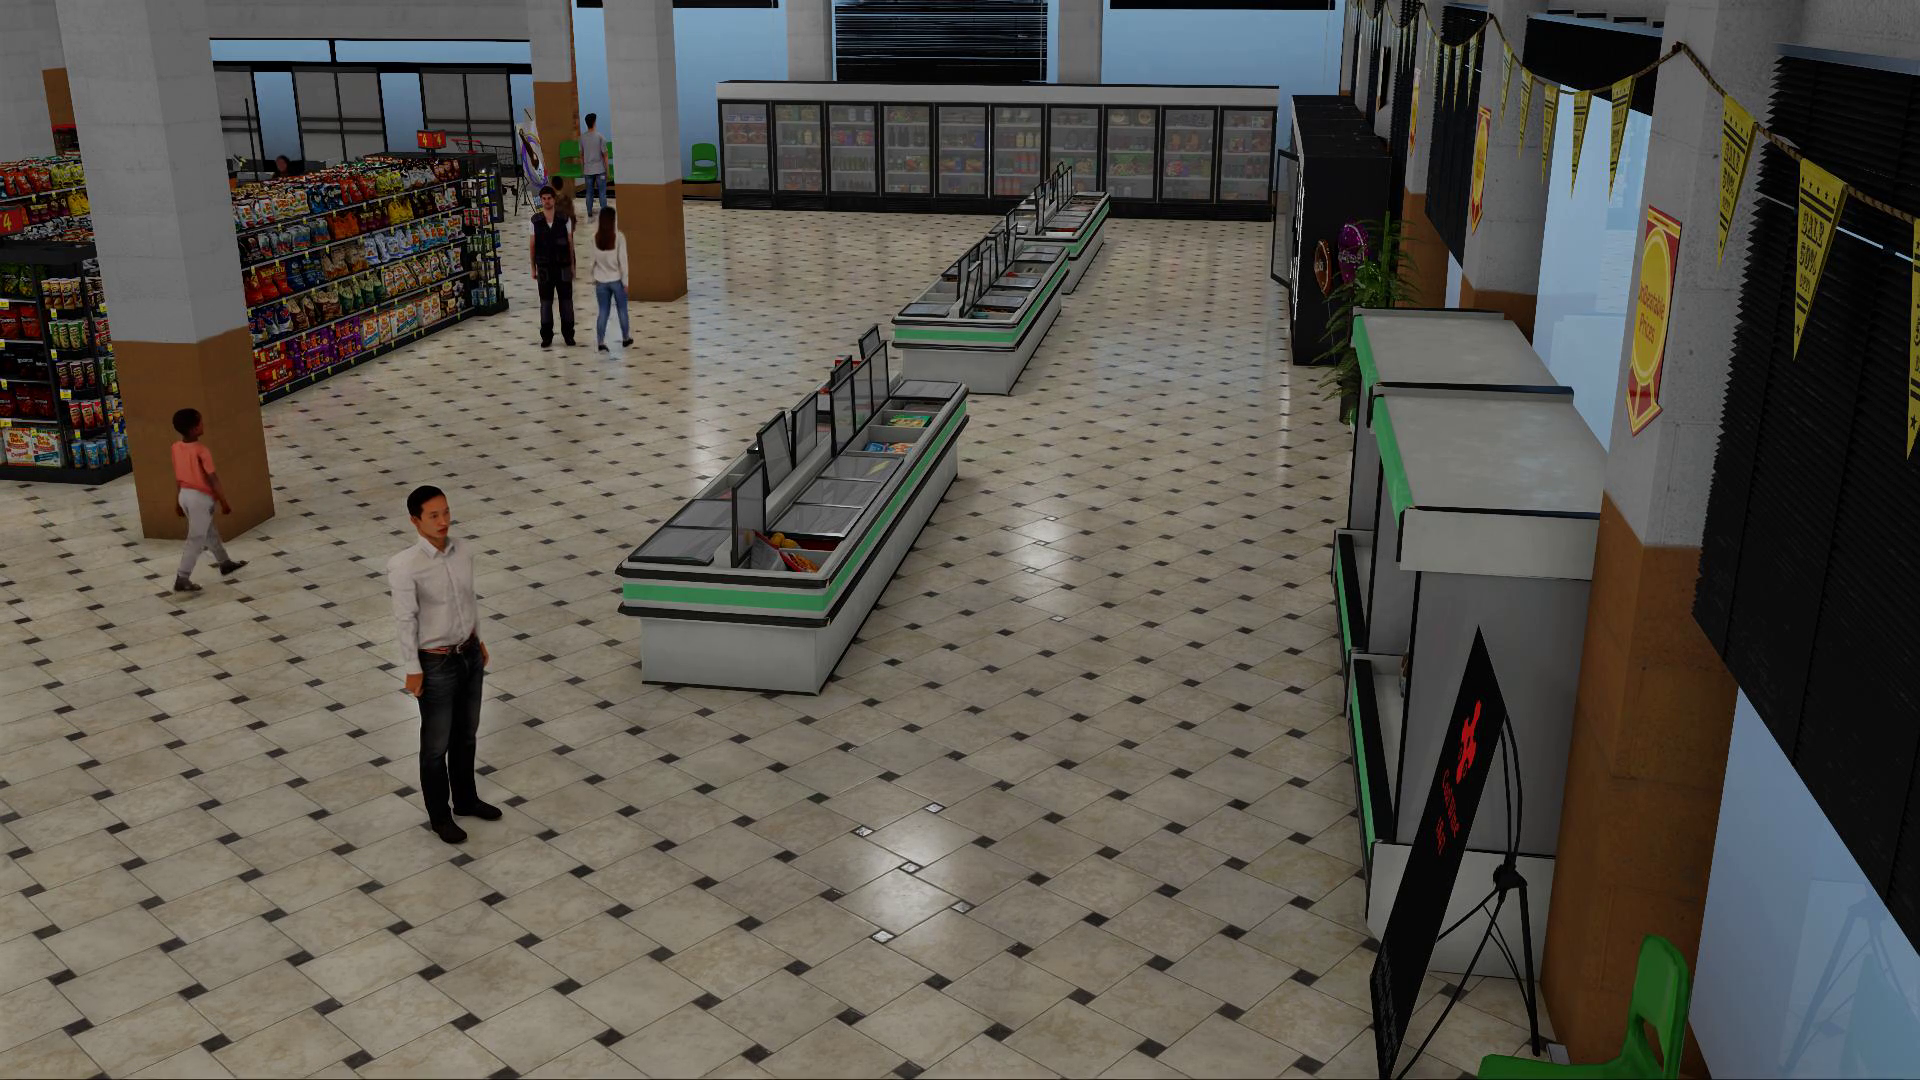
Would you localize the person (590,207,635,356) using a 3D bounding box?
[{"bbox_3d":[-3.984,-2.886,18.813,0.621,1.653,1.085,3,19,9],"label":"person"}]

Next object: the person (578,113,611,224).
[{"bbox_3d":[-6.448,-6.552,29.319,0.665,1.888,0.529,3,19,9],"label":"person"}]

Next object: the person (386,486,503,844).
[{"bbox_3d":[-2.561,0.592,8.253,0.795,1.811,0.620,10,21,28],"label":"person"}]

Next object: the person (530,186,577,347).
[{"bbox_3d":[-4.749,-3.199,19.436,0.747,1.848,0.731,-5,19,-14],"label":"person"}]

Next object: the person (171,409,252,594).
[{"bbox_3d":[-5.353,-0.248,11.569,0.695,1.284,0.964,10,21,27],"label":"person"}]

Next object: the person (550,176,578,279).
[{"bbox_3d":[-5.695,-4.459,23.813,0.915,1.440,1.061,-8,20,-21],"label":"person"}]
